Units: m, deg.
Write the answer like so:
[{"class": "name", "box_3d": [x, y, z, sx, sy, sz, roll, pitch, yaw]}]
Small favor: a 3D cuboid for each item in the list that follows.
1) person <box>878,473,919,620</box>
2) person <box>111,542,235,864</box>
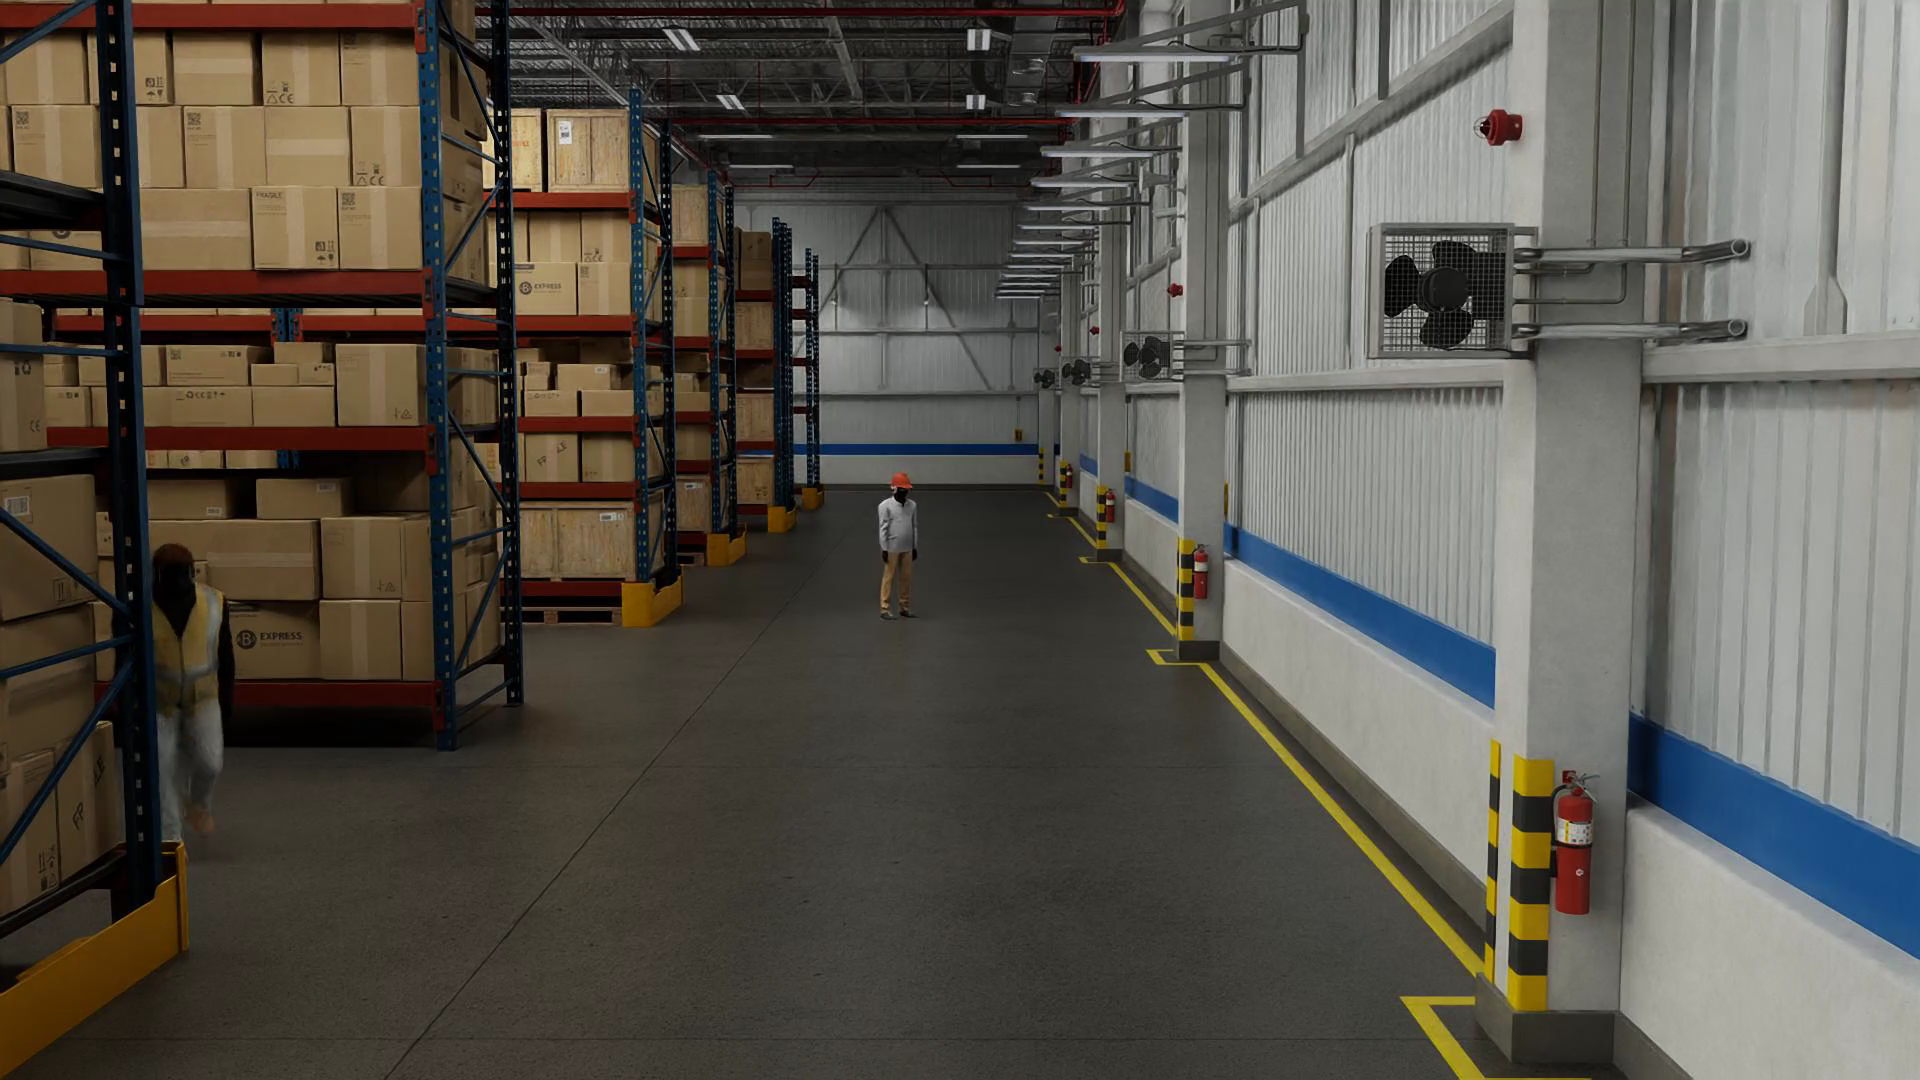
[{"class": "person", "box_3d": [-0.706, 0.075, 19.604, 0.563, 1.742, 0.353, -4, 7, -41]}, {"class": "person", "box_3d": [-4.431, 0.909, 9.396, 0.633, 1.826, 0.507, -3, 6, -35]}]
